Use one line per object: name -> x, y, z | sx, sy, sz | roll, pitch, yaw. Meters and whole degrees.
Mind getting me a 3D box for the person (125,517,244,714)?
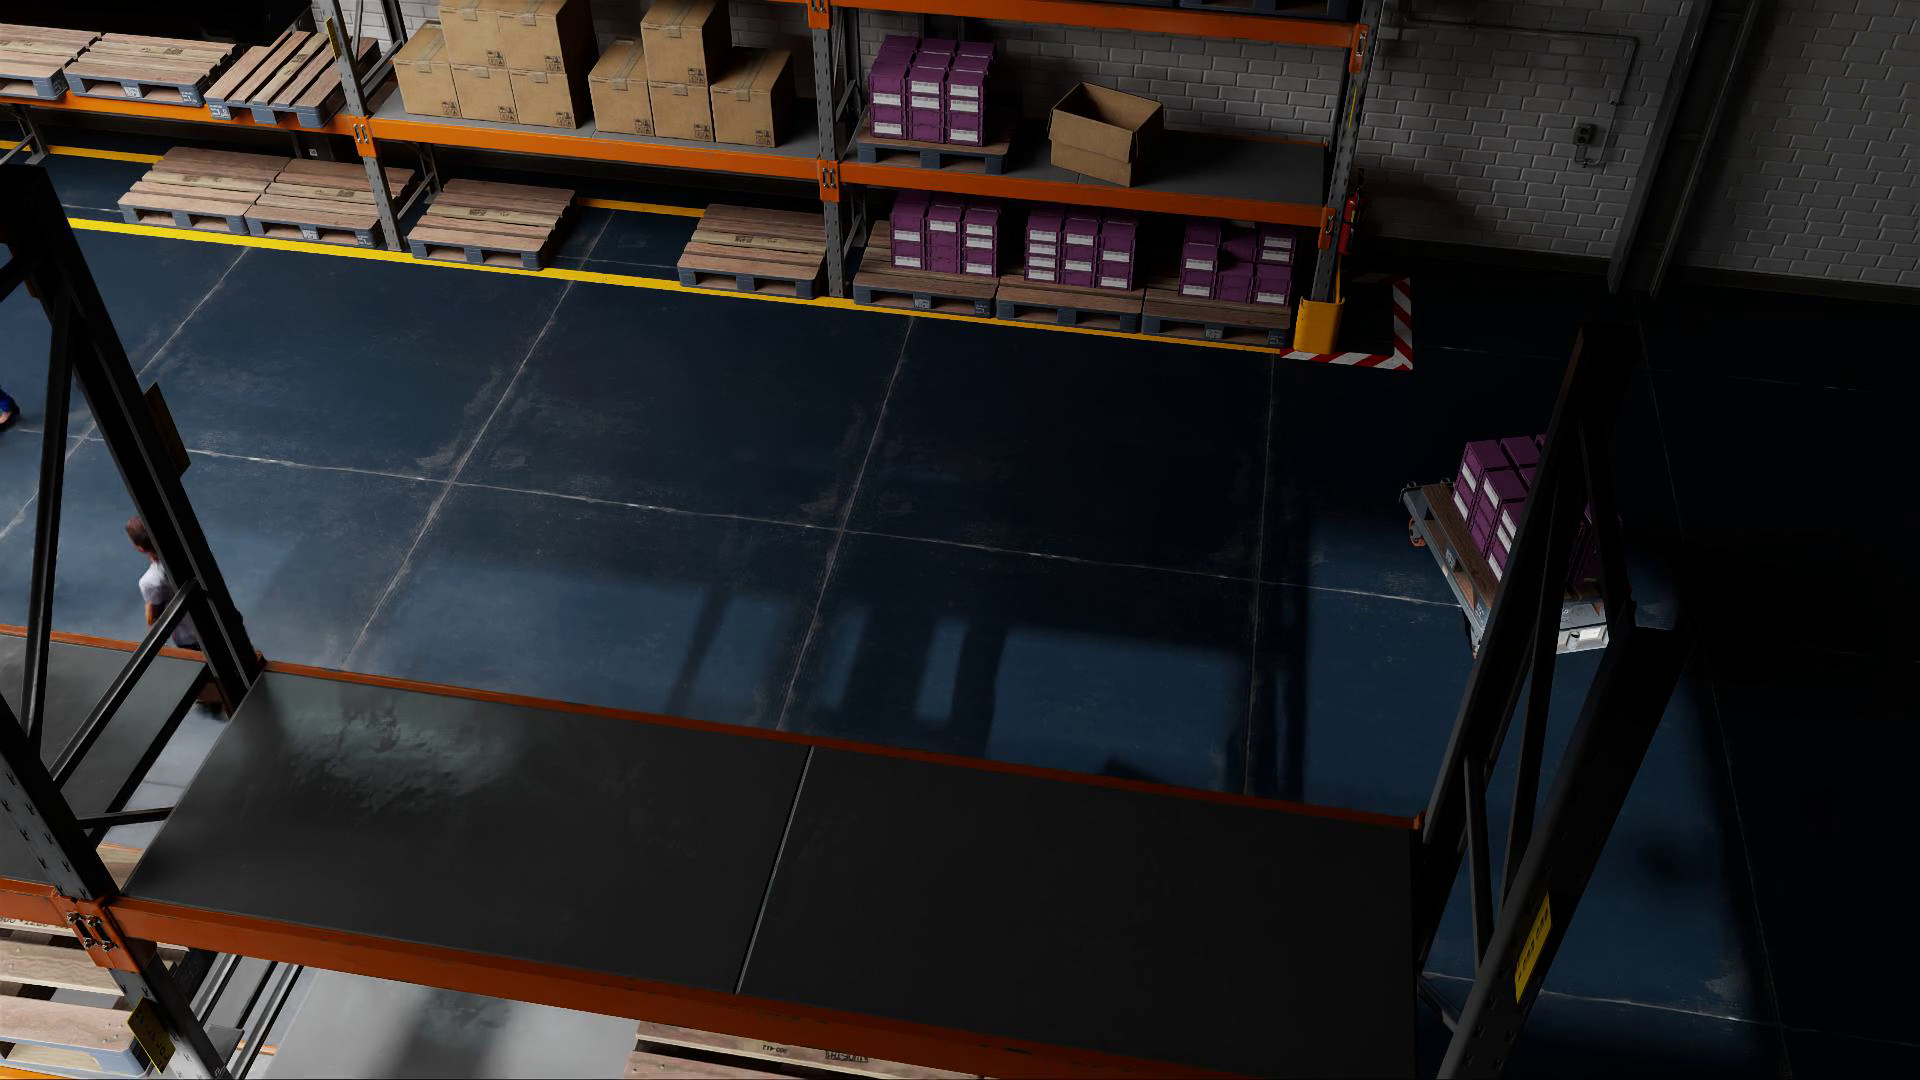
person -> -4.492, 0.591, 10.051 | 1.010, 1.837, 0.638 | 9, 44, 10
